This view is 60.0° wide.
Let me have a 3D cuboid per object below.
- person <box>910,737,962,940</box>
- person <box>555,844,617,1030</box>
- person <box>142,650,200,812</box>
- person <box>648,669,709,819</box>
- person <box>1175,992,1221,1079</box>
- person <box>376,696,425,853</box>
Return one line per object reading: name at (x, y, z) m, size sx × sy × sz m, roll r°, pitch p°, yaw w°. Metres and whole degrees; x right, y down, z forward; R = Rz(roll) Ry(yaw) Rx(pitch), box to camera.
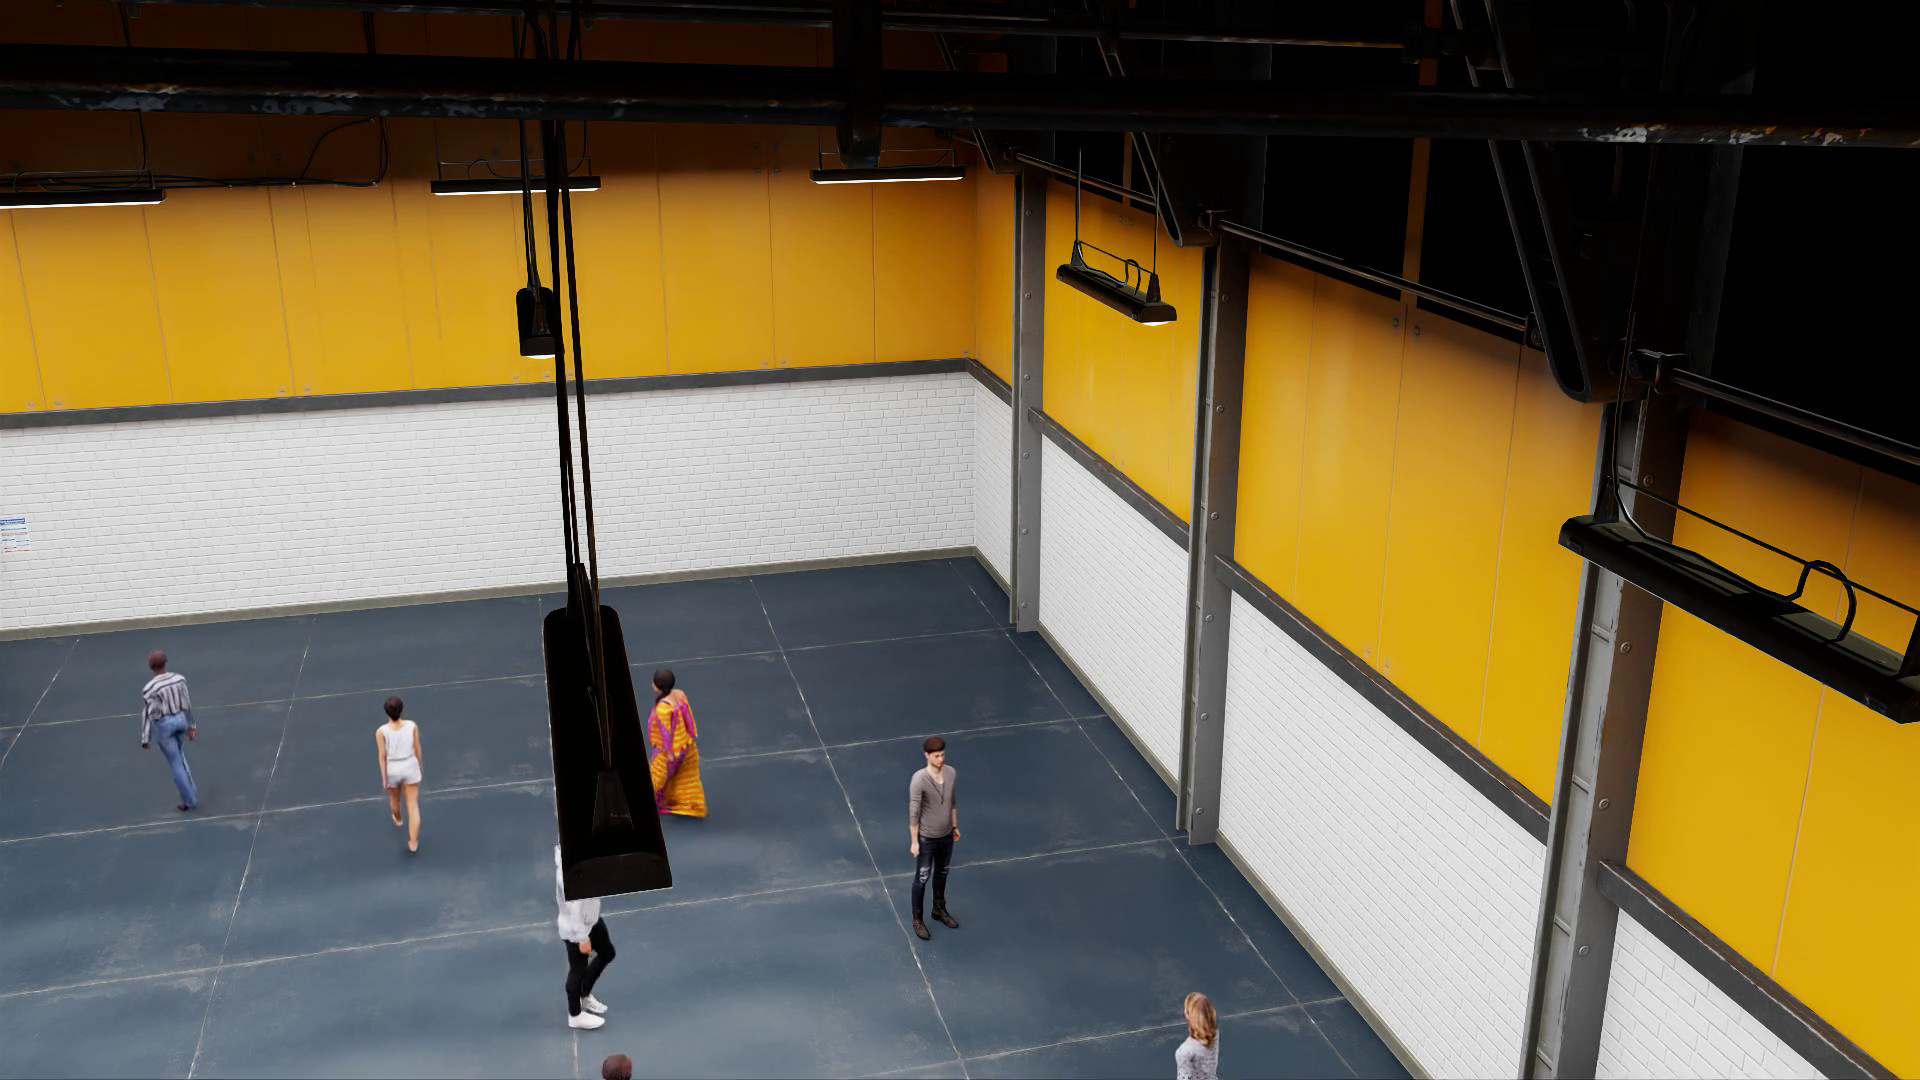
person at (-0.241, 2.658, 15.088) m, size 0.756 × 1.903 × 0.711 m, roll -14°, pitch 23°, yaw -35°
person at (-3.206, 3.143, 13.631) m, size 0.863 × 1.914 × 0.719 m, roll 2°, pitch 19°, yaw 5°
person at (-8.087, 2.010, 17.204) m, size 0.851 × 1.780 × 0.782 m, roll 8°, pitch 20°, yaw 21°
person at (-2.915, 2.107, 17.127) m, size 1.086 × 1.647 × 1.130 m, roll 7°, pitch 20°, yaw 19°
person at (1.718, 3.946, 11.485) m, size 0.913 × 1.762 × 1.239 m, roll -14°, pitch 23°, yaw -36°
person at (-5.533, 2.354, 16.534) m, size 0.706 × 1.555 × 1.102 m, roll -9°, pitch 20°, yaw -24°
